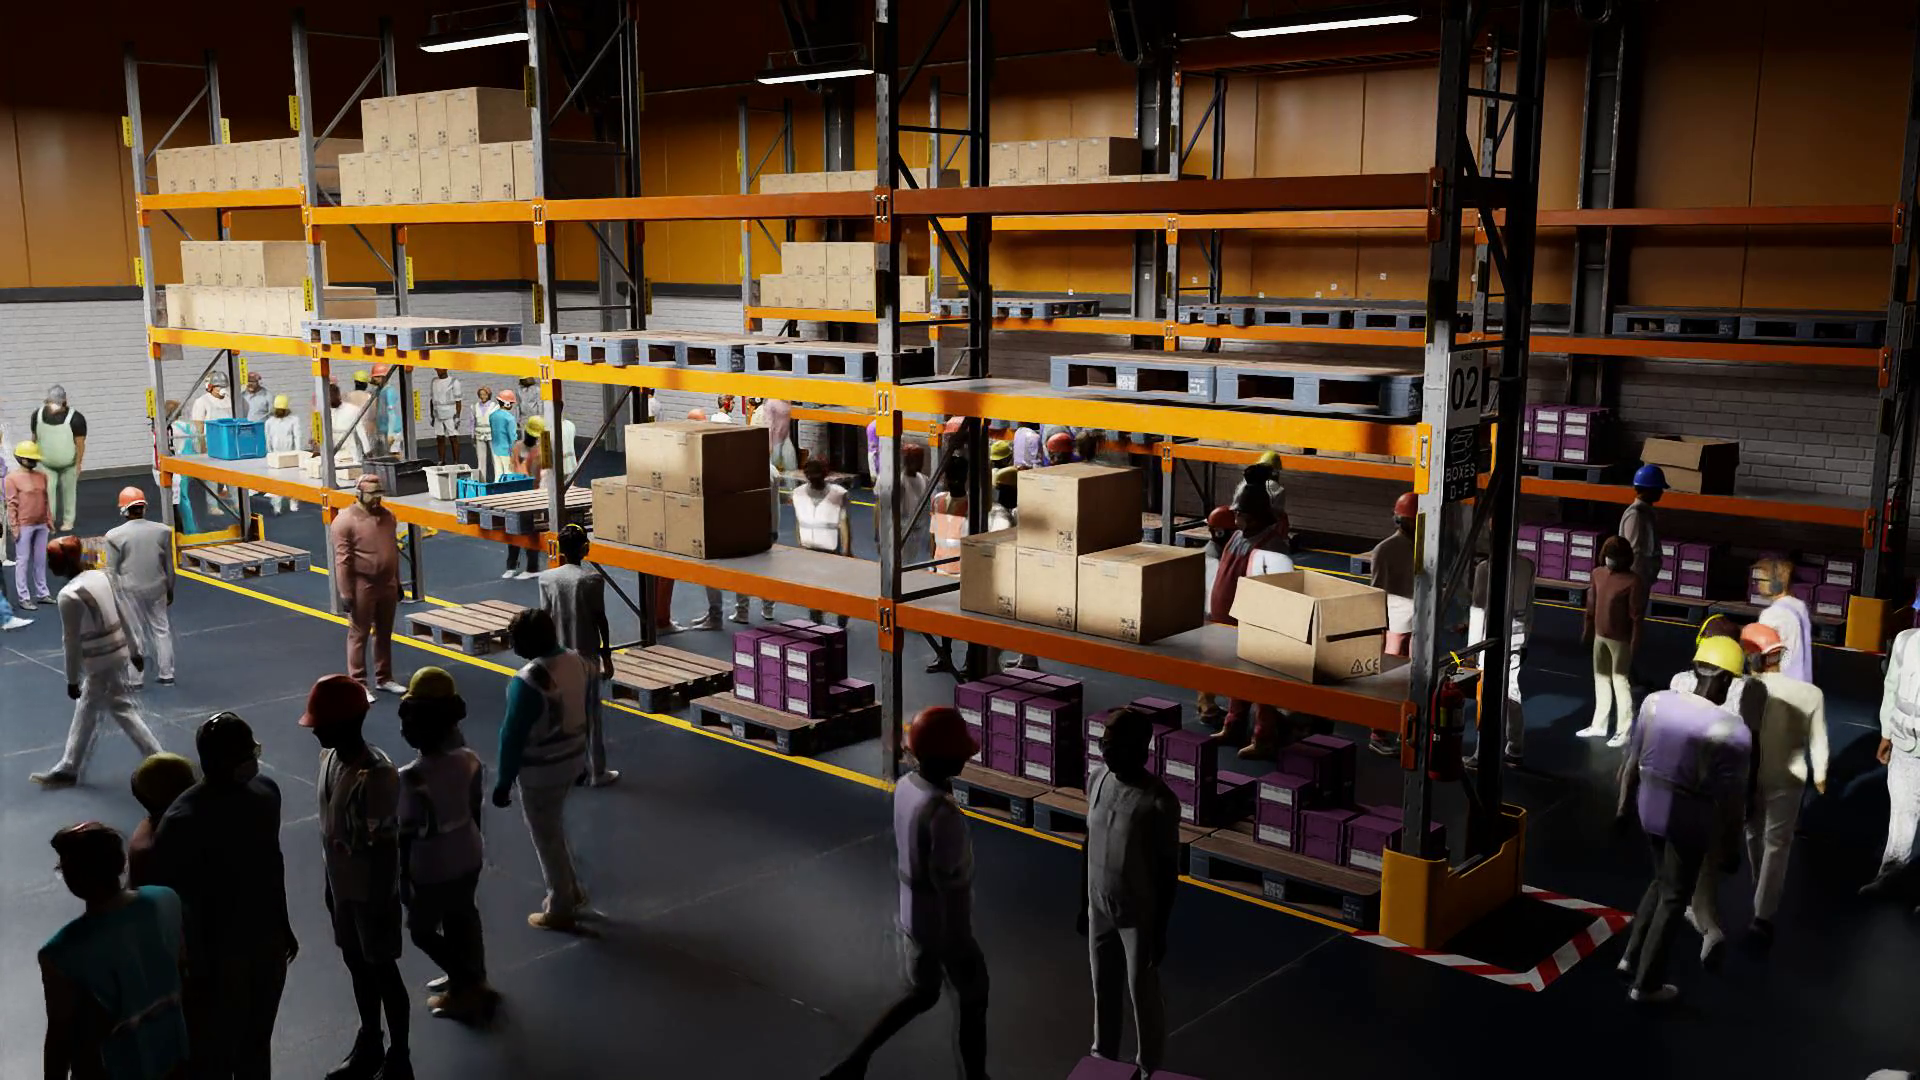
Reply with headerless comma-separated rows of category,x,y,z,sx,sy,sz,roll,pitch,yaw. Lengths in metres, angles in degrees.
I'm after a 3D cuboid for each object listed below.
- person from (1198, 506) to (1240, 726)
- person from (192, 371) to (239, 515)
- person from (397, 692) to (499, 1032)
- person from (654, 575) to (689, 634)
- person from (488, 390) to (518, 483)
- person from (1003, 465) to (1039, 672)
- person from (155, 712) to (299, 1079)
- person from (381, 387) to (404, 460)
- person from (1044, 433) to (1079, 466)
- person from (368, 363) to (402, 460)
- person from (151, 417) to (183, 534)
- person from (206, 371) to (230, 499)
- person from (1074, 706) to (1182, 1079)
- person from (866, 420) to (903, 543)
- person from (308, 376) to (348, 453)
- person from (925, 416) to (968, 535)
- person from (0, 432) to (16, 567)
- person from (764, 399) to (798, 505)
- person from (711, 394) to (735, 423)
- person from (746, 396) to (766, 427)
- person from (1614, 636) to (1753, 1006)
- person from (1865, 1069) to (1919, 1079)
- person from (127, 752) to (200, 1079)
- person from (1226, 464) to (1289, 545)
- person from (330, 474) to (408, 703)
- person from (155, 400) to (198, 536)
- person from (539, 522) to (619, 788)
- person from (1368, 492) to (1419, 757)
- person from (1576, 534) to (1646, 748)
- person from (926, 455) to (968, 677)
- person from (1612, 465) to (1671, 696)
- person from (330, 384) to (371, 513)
person,2.054,0.594,13.168,0.340,1.743,0.568,1,10,7
person,-10.404,-1.376,23.469,0.535,2.000,0.680,7,12,34
person,-2.422,1.552,7.928,0.573,1.678,0.546,6,12,31
person,-2.906,-0.028,16.234,0.405,1.909,0.597,-7,12,-33
person,-6.479,-1.277,23.765,0.575,1.740,0.349,8,13,40
person,0.552,0.270,14.638,0.345,1.877,0.587,1,10,8
person,-2.915,1.637,6.727,0.373,1.940,0.630,2,10,13
person,-8.659,-1.524,25.512,0.584,1.617,0.525,-3,10,-17
person,0.942,-0.046,16.077,0.391,1.992,0.623,-2,10,-9
person,-8.681,-1.671,25.208,0.465,2.028,0.616,-5,11,-28
person,-9.877,-0.717,20.717,0.317,1.695,0.540,-6,12,-30
person,-11.041,-1.575,24.917,0.368,1.932,0.633,-6,12,-30
person,0.703,1.610,7.144,0.508,1.846,0.345,10,14,44
person,-0.924,-0.908,21.168,0.386,1.924,0.549,9,14,42
person,-9.369,-1.502,24.668,0.685,1.886,0.401,3,10,16
person,-0.117,-0.273,17.297,0.536,2.019,0.676,5,11,28
person,-11.393,-0.491,19.630,0.522,1.631,0.321,7,12,34
person,-2.560,-1.393,24.036,0.733,1.893,0.643,4,11,23
person,-3.161,-1.045,22.188,0.393,1.836,0.560,-5,11,-26
person,-2.957,-1.386,24.388,0.354,1.738,0.573,-3,11,-19
person,3.580,1.399,8.215,0.512,1.879,0.637,-5,11,-28
person,2.606,2.090,4.468,0.430,1.831,0.585,-4,11,-22
person,-3.282,1.702,6.904,0.368,1.747,0.608,-3,11,-18
person,2.475,0.334,14.049,0.608,1.959,0.374,5,11,28
person,-4.891,0.391,13.864,0.403,1.904,0.651,5,11,27
person,-9.987,-0.879,21.260,0.432,1.822,0.523,0,10,1
person,-2.671,0.804,11.627,0.521,1.874,0.328,2,10,9
person,3.309,0.619,12.357,0.620,1.986,0.408,-6,12,-31
person,4.949,0.756,12.604,0.280,1.627,0.516,-4,11,-22
person,-0.032,0.221,14.652,0.605,1.966,0.367,7,12,33
person,5.763,0.327,14.103,0.398,1.945,0.616,5,11,28
person,-8.635,-1.275,23.420,0.674,1.866,0.874,2,10,11
